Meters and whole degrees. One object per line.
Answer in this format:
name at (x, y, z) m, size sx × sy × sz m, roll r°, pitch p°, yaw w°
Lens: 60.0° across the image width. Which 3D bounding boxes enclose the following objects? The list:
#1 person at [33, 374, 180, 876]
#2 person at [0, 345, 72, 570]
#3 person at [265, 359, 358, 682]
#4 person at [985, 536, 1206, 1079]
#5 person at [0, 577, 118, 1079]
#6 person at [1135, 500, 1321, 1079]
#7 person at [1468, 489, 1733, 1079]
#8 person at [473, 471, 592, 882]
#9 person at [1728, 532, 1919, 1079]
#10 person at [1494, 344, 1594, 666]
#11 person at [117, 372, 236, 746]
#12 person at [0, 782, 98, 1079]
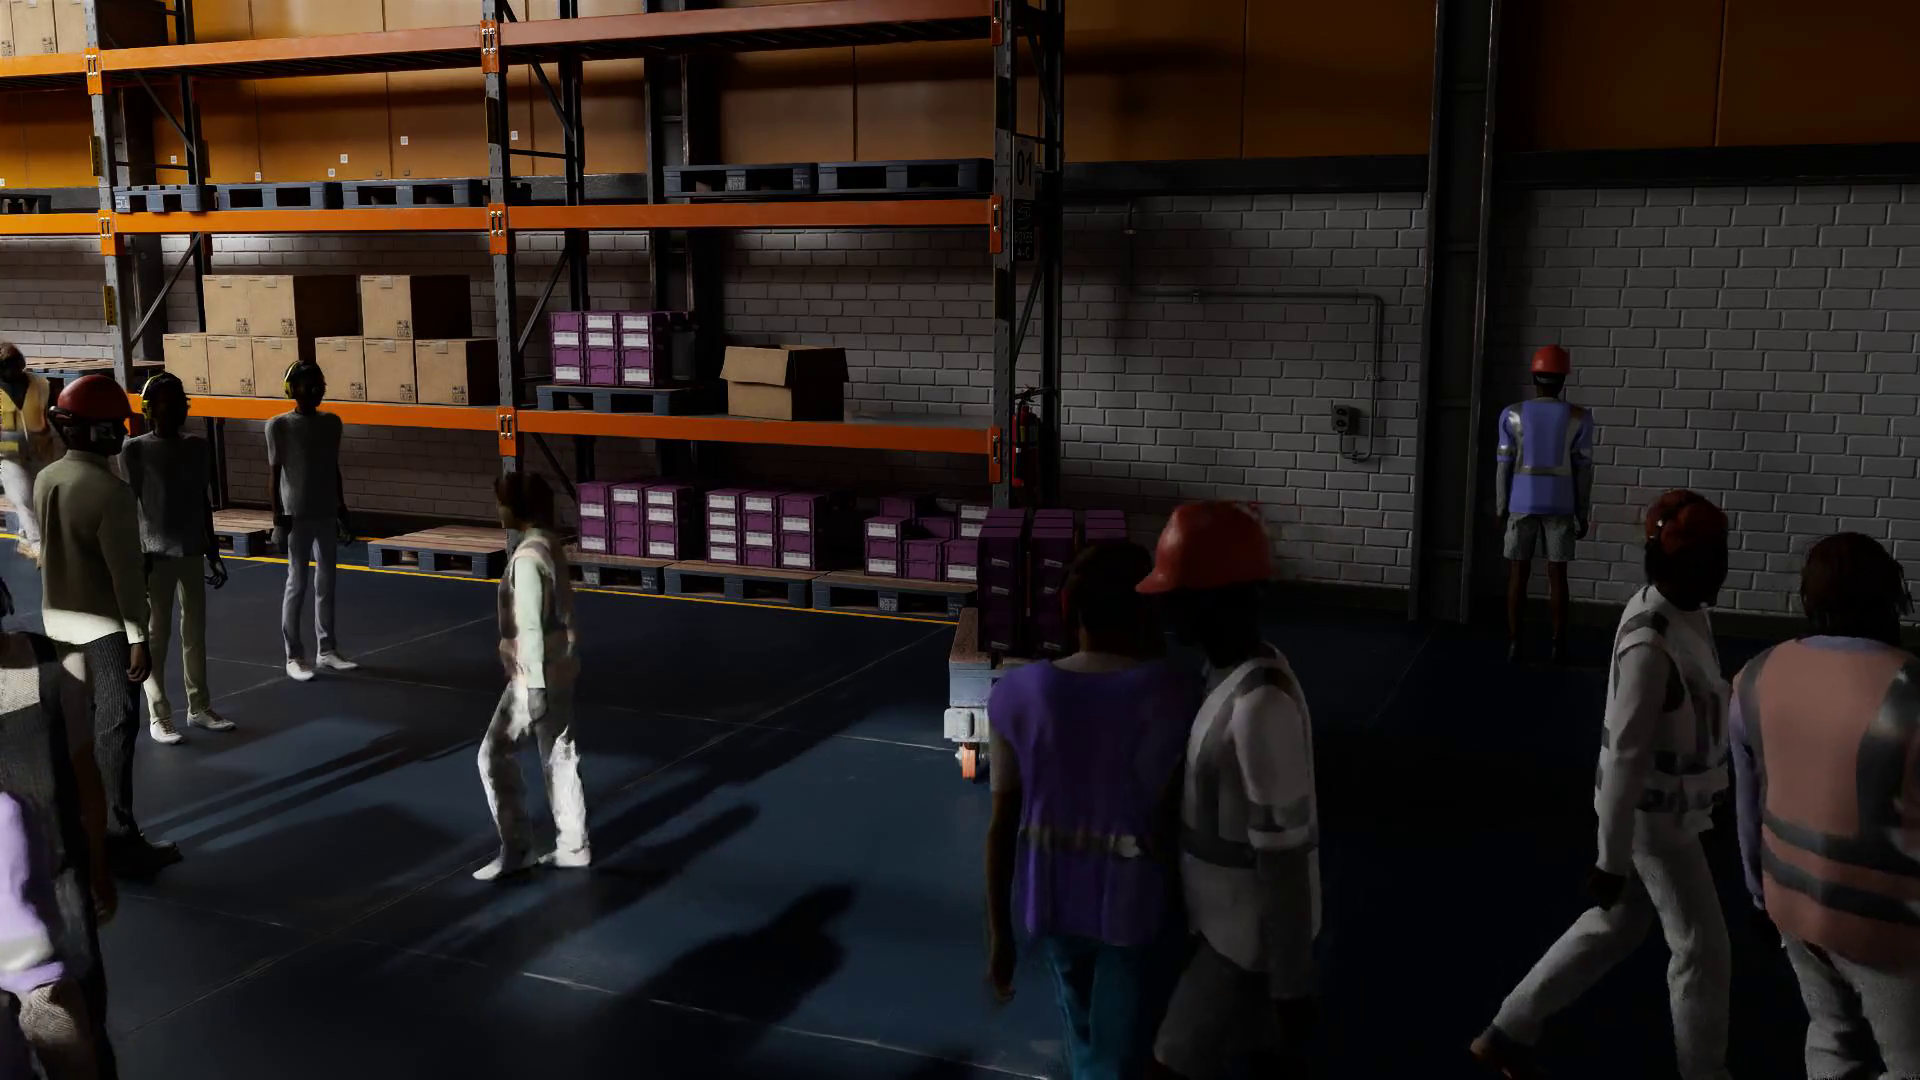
person at (-3.412, 0.337, 6.638) m, size 0.608 × 1.987 × 0.404 m, roll 6°, pitch 11°, yaw 32°
person at (-7.469, -0.673, 13.311) m, size 0.724 × 1.783 × 0.984 m, roll -9°, pitch 13°, yaw -42°
person at (-3.784, -0.122, 9.722) m, size 0.310 × 1.868 × 0.534 m, roll 6°, pitch 11°, yaw 31°
person at (0.333, 0.887, 3.917) m, size 0.560 × 1.796 × 1.019 m, roll 5°, pitch 10°, yaw 25°
person at (-2.265, 0.876, 3.972) m, size 0.526 × 1.788 × 0.966 m, roll -7°, pitch 12°, yaw -38°
person at (0.518, 0.854, 3.771) m, size 0.888 × 1.895 × 0.552 m, roll 1°, pitch 10°, yaw 6°
person at (1.860, 0.752, 4.589) m, size 0.833 × 1.845 × 0.633 m, roll 4°, pitch 10°, yaw 22°
person at (-1.730, 0.536, 6.511) m, size 0.568 × 1.619 × 0.538 m, roll -1°, pitch 9°, yaw -3°
person at (2.097, 0.883, 3.884) m, size 0.618 × 1.808 × 0.647 m, roll -3°, pitch 10°, yaw -19°
person at (3.514, -0.210, 10.040) m, size 0.551 × 1.934 × 0.373 m, roll 3°, pitch 10°, yaw 20°
person at (-3.975, 0.088, 8.443) m, size 0.328 × 1.877 × 0.513 m, roll 5°, pitch 11°, yaw 30°
person at (-1.807, 0.992, 3.014) m, size 0.626 × 1.886 × 0.645 m, roll 2°, pitch 10°, yaw 10°
